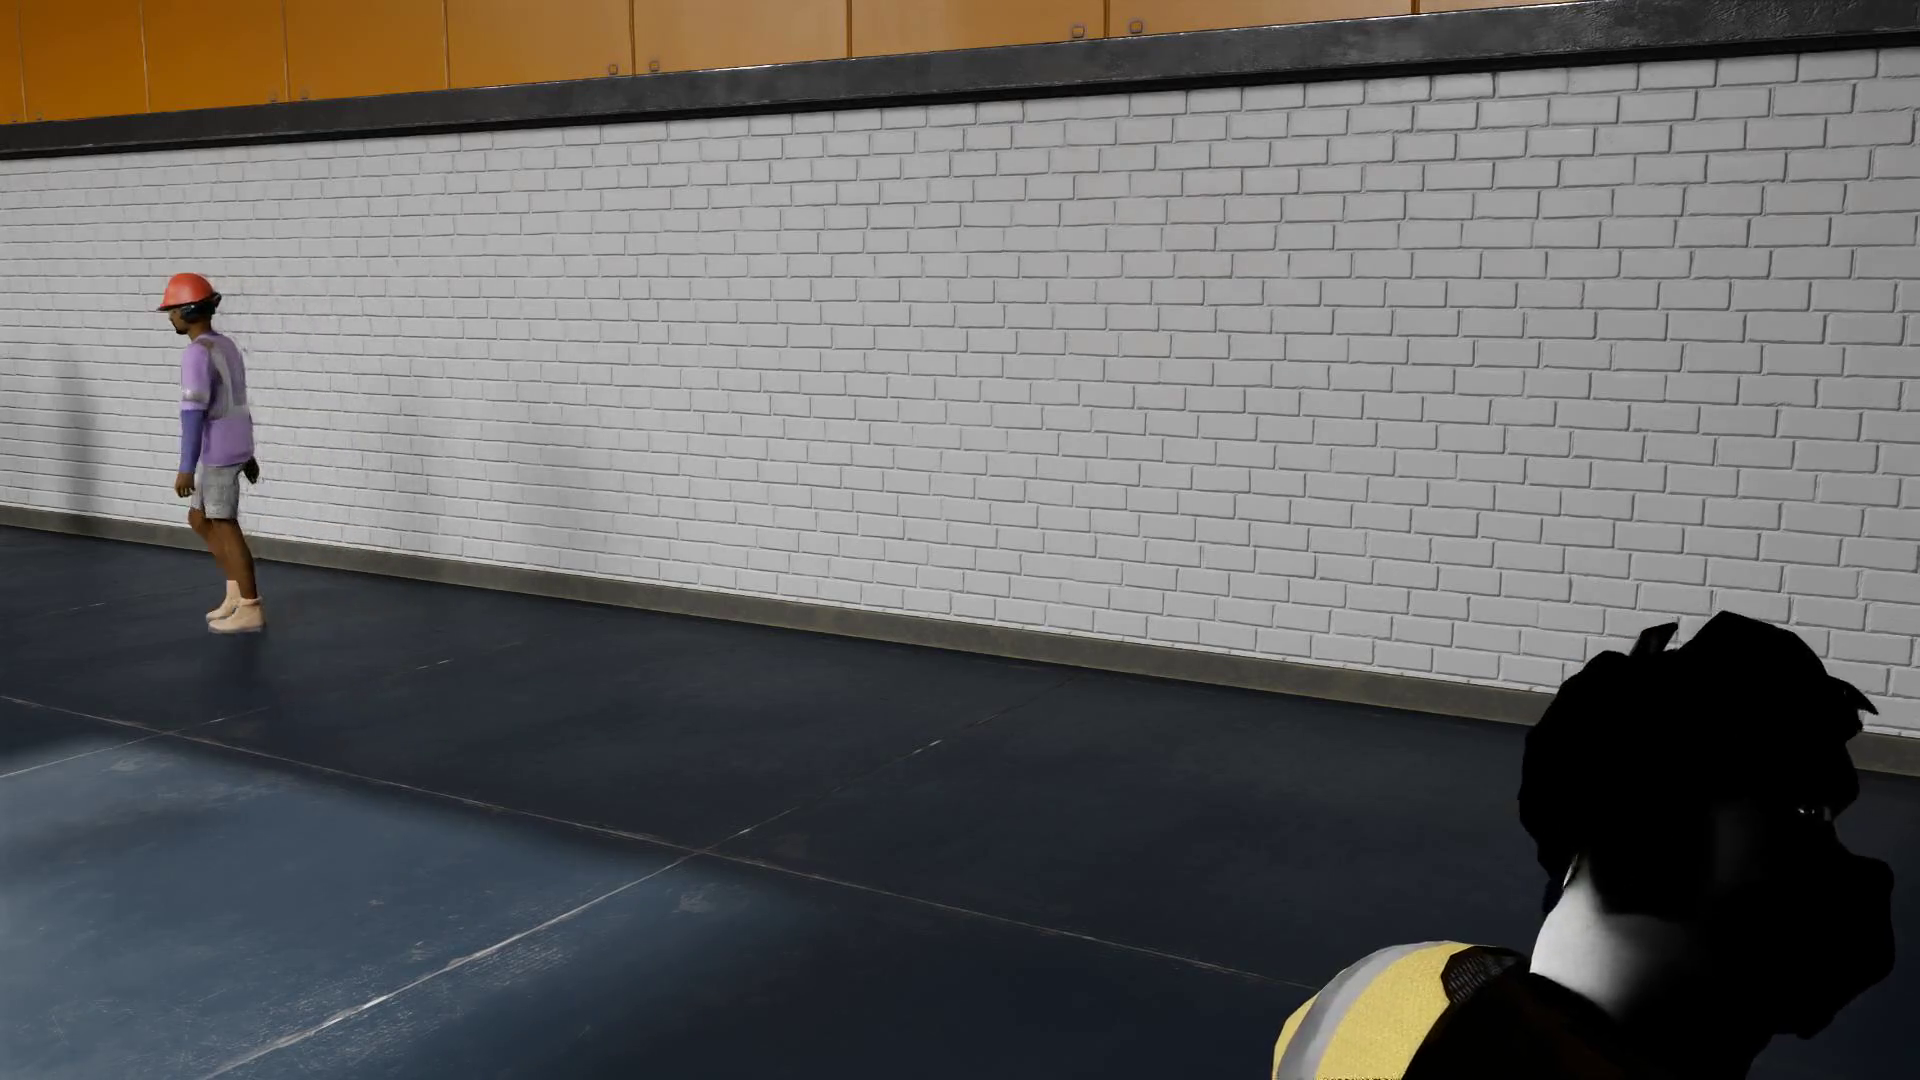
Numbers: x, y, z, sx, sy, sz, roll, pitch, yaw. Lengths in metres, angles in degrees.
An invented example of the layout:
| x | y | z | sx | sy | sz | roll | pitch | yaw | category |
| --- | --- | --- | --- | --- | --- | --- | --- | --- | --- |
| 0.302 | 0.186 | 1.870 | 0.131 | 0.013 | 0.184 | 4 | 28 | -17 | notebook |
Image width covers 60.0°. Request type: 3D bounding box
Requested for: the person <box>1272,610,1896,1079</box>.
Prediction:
| x | y | z | sx | sy | sz | roll | pitch | yaw | category |
| --- | --- | --- | --- | --- | --- | --- | --- | --- | --- |
| 0.437 | 0.940 | 1.075 | 0.429 | 1.841 | 0.634 | -3 | 10 | -17 | person |

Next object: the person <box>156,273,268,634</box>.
| x | y | z | sx | sy | sz | roll | pitch | yaw | category |
| --- | --- | --- | --- | --- | --- | --- | --- | --- | --- |
| -4.173 | -0.472 | 9.305 | 0.545 | 2.020 | 0.621 | -2 | 9 | -10 | person |
